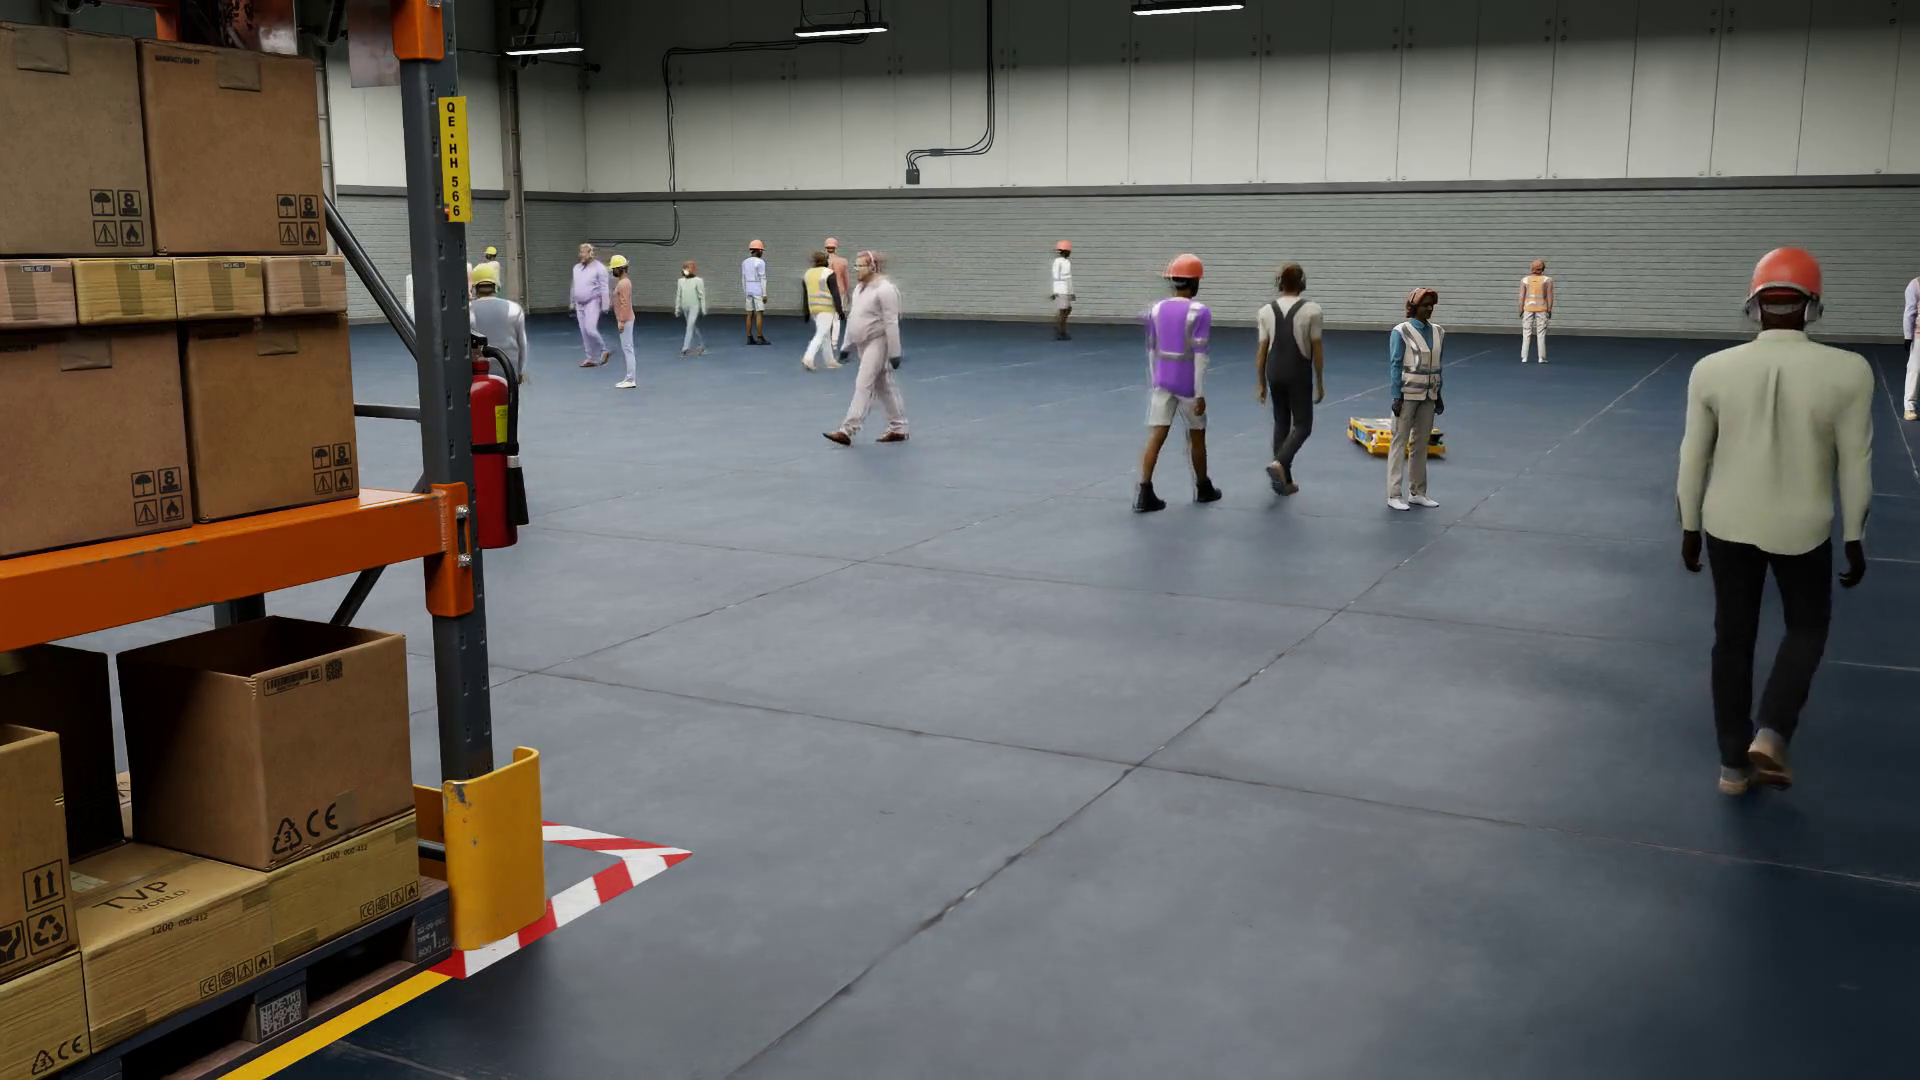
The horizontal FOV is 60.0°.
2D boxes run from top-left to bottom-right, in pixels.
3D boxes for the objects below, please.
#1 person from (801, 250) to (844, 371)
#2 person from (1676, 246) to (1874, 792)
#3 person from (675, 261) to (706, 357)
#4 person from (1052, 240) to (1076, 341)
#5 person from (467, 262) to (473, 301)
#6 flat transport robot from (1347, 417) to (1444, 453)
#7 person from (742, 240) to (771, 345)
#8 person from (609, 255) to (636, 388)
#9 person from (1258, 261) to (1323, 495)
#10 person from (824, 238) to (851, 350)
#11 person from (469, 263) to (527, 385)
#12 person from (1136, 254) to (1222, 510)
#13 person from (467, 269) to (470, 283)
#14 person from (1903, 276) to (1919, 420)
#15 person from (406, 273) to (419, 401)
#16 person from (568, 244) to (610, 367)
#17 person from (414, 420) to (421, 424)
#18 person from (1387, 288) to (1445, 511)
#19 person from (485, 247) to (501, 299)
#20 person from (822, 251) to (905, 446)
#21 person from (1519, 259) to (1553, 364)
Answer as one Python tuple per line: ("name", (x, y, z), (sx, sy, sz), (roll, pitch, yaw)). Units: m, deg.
("person", (-2.109, -3.445, 24.991), (0.616, 1.809, 0.930), (10, 14, 43))
("person", (2.912, -0.052, 5.984), (0.645, 1.980, 0.433), (7, 12, 33))
("person", (-4.506, -3.870, 27.876), (0.505, 1.590, 0.878), (5, 12, 27))
("person", (2.037, -4.779, 31.927), (0.560, 1.917, 0.563), (-3, 11, -16))
("person", (-9.548, -4.666, 31.581), (0.614, 1.844, 0.986), (-1, 10, -8))
("flat transport robot", (4.143, -1.009, 15.873), (0.652, 0.197, 1.431), (1, 10, 4))
("person", (-3.767, -4.564, 30.726), (0.545, 1.933, 0.376), (8, 13, 38))
("person", (-4.483, -2.898, 22.113), (0.323, 1.764, 0.524), (-2, 11, -8))
("person", (2.516, -1.220, 12.782), (0.517, 1.827, 0.630), (7, 13, 34))
("person", (-2.264, -4.395, 29.728), (0.637, 1.955, 0.924), (-1, 10, -3))
("person", (-3.912, -1.410, 13.937), (0.591, 1.794, 0.917), (-4, 11, -21))
("person", (1.629, -1.170, 12.360), (0.558, 1.890, 0.977), (9, 14, 40))
("person", (-7.489, -3.369, 24.373), (0.641, 1.880, 0.677), (4, 11, 21))
("person", (10.664, -2.224, 18.216), (0.633, 1.842, 0.429), (0, 10, 3))
("person", (-6.487, -2.638, 20.441), (0.554, 1.868, 0.637), (6, 12, 28))
("person", (-5.720, -3.589, 25.524), (0.646, 1.892, 0.437), (7, 13, 34))
("person", (-5.298, -1.970, 17.561), (0.900, 1.576, 0.502), (-5, 11, -24))
("person", (3.378, -1.044, 12.331), (0.515, 1.641, 0.309), (-6, 12, -31))
("person", (-10.293, -5.573, 36.678), (0.301, 1.772, 0.527), (1, 10, 7))
("person", (-0.931, -1.844, 16.085), (0.989, 1.856, 0.643), (-5, 12, -27))
("person", (9.111, -3.611, 26.327), (0.512, 1.642, 0.312), (5, 12, 27))
